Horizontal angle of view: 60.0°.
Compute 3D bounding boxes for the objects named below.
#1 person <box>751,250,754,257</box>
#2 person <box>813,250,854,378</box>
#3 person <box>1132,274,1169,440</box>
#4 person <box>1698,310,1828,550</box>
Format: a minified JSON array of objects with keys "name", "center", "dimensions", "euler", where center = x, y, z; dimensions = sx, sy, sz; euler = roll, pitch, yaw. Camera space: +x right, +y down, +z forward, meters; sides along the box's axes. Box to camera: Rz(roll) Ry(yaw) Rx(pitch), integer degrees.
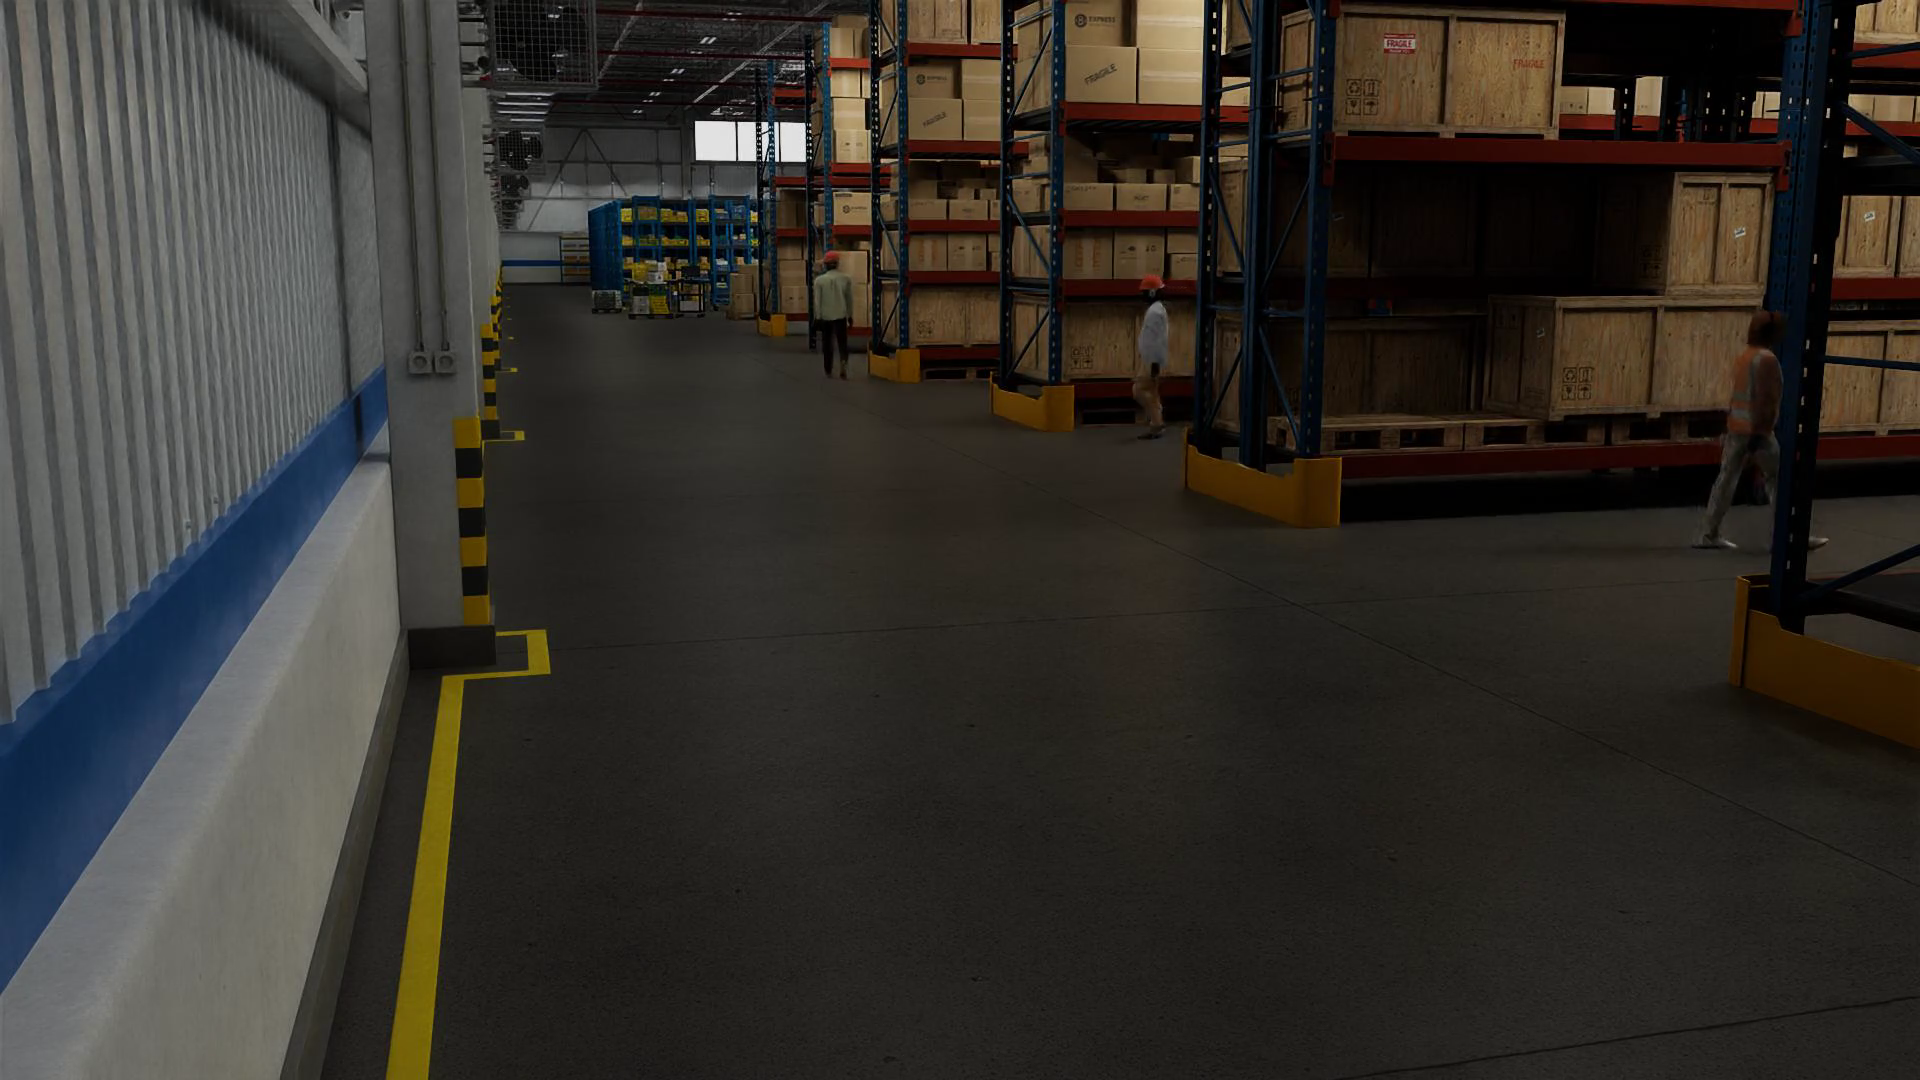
[{"name":"person","center":[-9.137,-11.892,73.661],"dimensions":[0.564,1.840,0.396],"euler":[-2,10,-11]},{"name":"person","center":[-1.920,-3.424,25.328],"dimensions":[0.626,1.979,0.748],"euler":[-2,10,-12]},{"name":"person","center":[1.974,-1.891,17.323],"dimensions":[0.388,1.729,0.587],"euler":[1,10,6]},{"name":"person","center":[5.346,-0.708,10.998],"dimensions":[0.822,1.603,0.521],"euler":[1,10,3]}]
